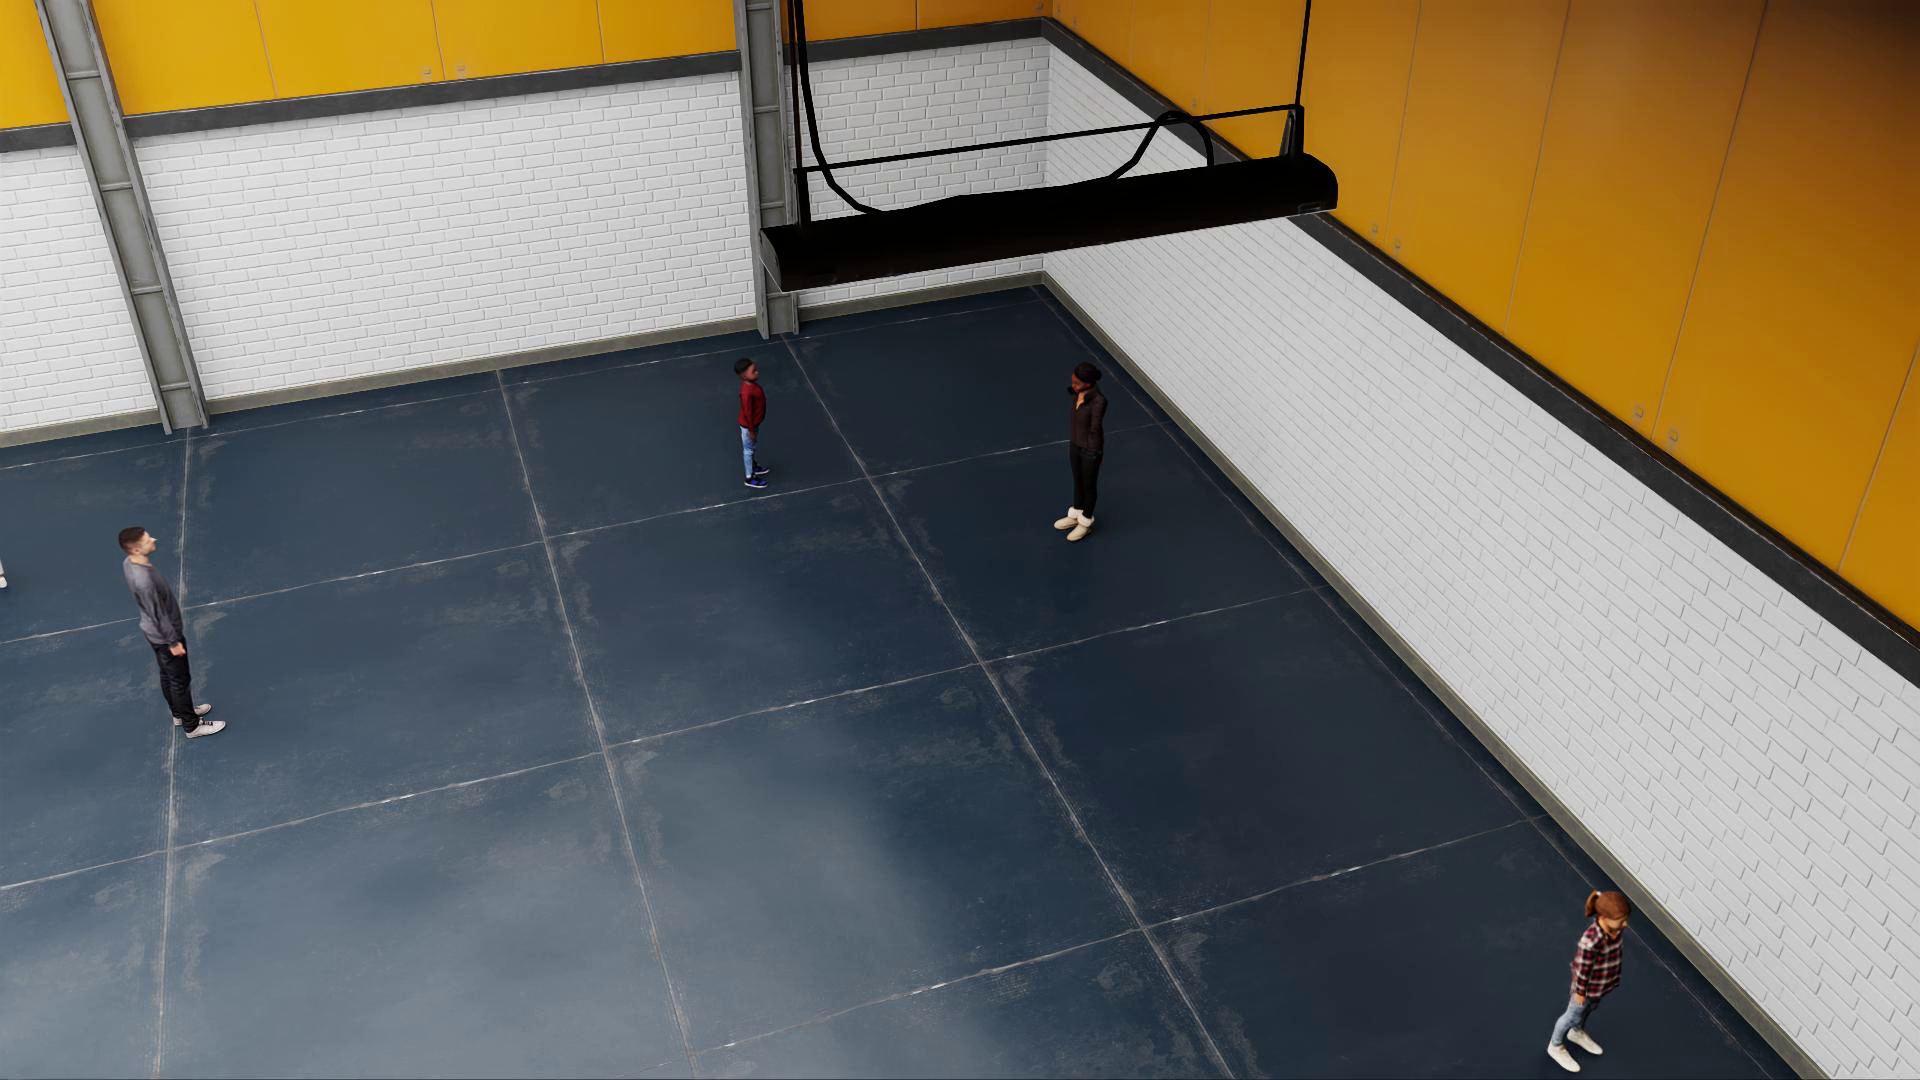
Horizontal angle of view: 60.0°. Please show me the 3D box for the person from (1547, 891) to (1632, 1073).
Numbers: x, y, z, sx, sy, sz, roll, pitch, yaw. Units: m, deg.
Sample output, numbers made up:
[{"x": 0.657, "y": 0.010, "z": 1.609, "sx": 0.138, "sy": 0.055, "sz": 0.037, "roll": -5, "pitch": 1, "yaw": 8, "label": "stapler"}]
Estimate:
[{"x": 3.673, "y": 2.529, "z": 9.690, "sx": 0.545, "sy": 1.304, "sz": 0.659, "roll": -22, "pitch": 40, "yaw": -30, "label": "person"}]

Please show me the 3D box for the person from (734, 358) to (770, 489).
[{"x": -1.920, "y": -1.097, "z": 15.189, "sx": 0.560, "sy": 1.255, "sz": 0.558, "roll": -1, "pitch": 34, "yaw": -2, "label": "person"}]

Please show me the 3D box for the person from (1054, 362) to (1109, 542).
[{"x": 1.102, "y": -0.804, "z": 14.382, "sx": 0.666, "sy": 1.660, "sz": 0.618, "roll": -17, "pitch": 37, "yaw": -24, "label": "person"}]

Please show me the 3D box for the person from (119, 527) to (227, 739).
[{"x": -5.797, "y": 0.662, "z": 12.087, "sx": 0.648, "sy": 1.760, "sz": 0.679, "roll": -23, "pitch": 40, "yaw": -31, "label": "person"}]
